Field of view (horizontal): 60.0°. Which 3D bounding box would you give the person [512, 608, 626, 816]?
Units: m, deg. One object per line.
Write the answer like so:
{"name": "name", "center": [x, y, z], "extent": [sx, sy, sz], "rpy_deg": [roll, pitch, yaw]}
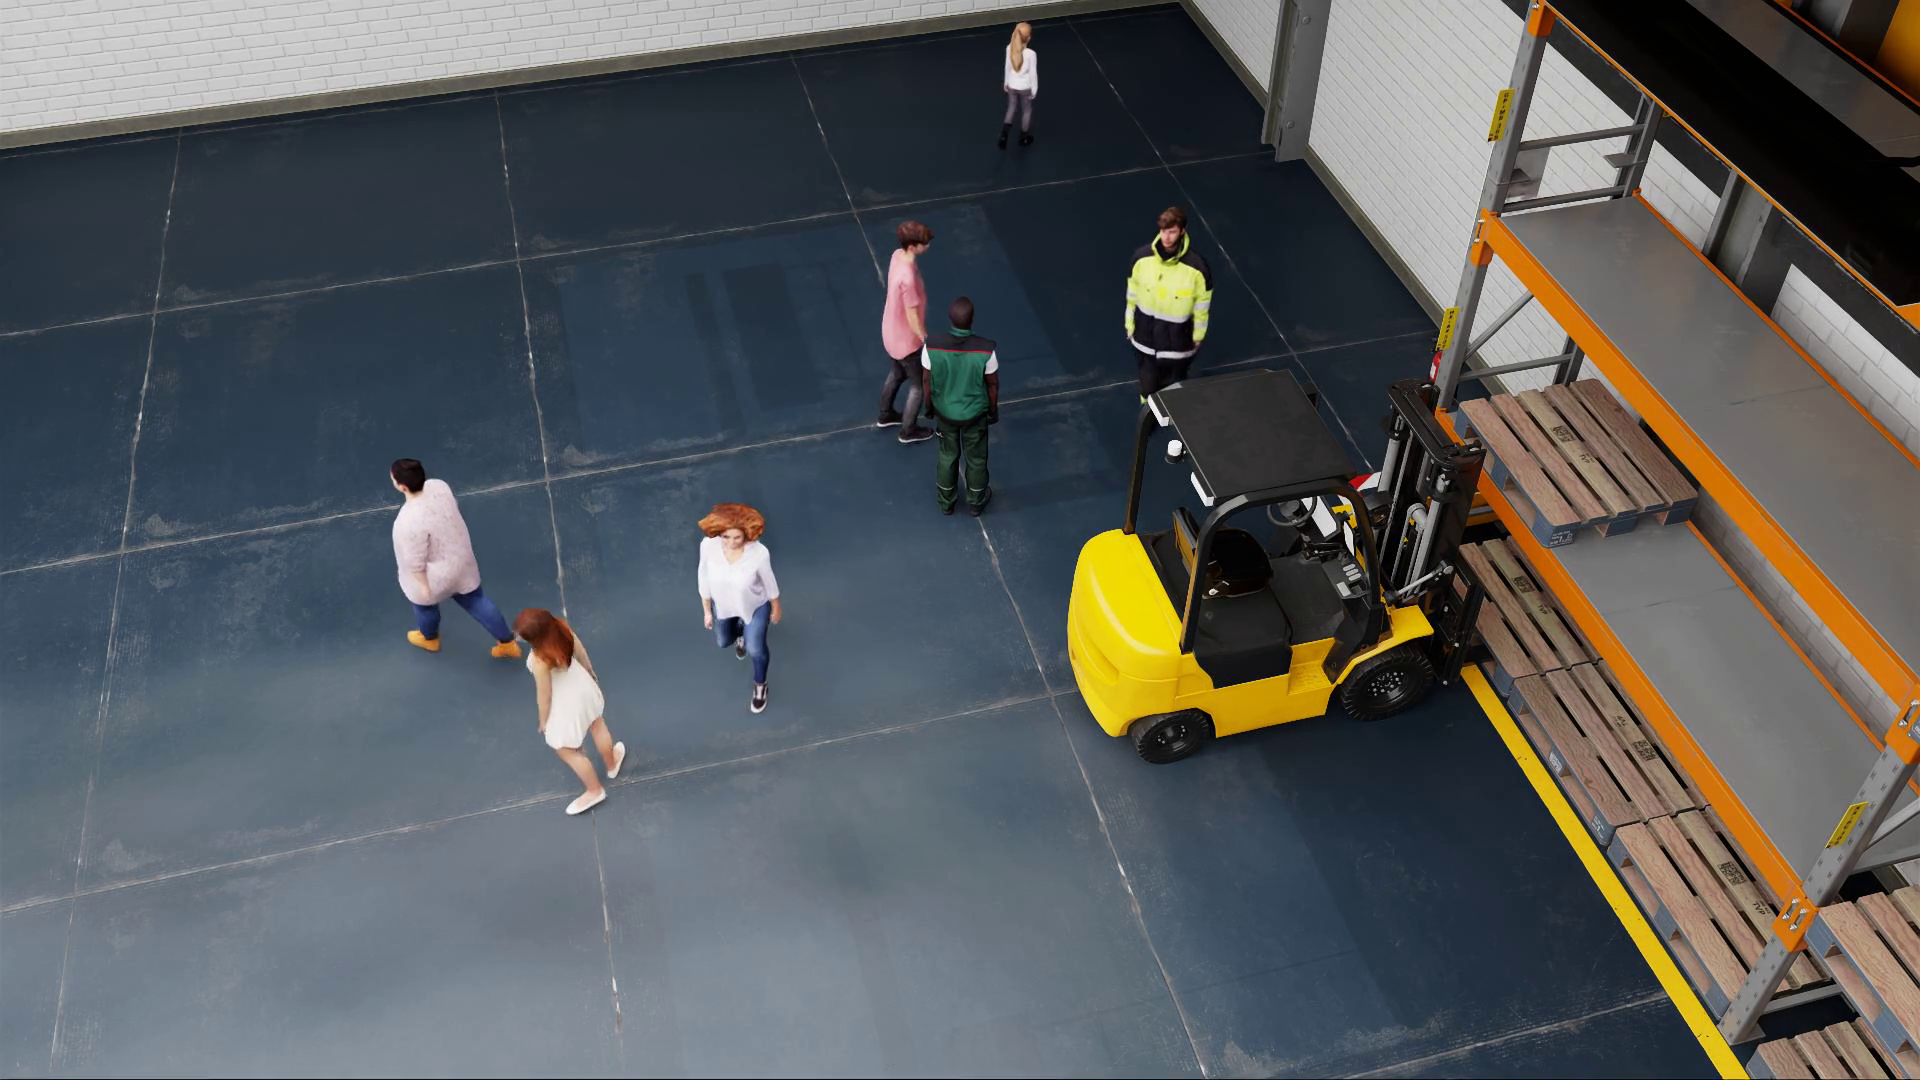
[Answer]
{"name": "person", "center": [-2.245, 0.895, 9.784], "extent": [0.884, 1.680, 0.736], "rpy_deg": [22, 48, 22]}

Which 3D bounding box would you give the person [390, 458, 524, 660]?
{"name": "person", "center": [-3.220, 0.163, 10.534], "extent": [1.148, 1.705, 1.142], "rpy_deg": [17, 46, 17]}

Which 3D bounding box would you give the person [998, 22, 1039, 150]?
{"name": "person", "center": [0.525, -4.176, 15.407], "extent": [0.733, 1.267, 0.790], "rpy_deg": [23, 48, 22]}

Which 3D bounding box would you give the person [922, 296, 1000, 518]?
{"name": "person", "center": [0.011, -0.915, 11.568], "extent": [0.770, 1.839, 0.741], "rpy_deg": [5, 44, 5]}

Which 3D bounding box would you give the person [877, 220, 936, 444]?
{"name": "person", "center": [-0.448, -1.440, 12.056], "extent": [0.719, 1.927, 0.583], "rpy_deg": [-15, 46, -15]}

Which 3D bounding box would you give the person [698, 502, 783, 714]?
{"name": "person", "center": [-1.345, 0.327, 10.369], "extent": [0.864, 1.695, 0.973], "rpy_deg": [11, 45, 11]}

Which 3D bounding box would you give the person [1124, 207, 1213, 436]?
{"name": "person", "center": [1.546, -1.634, 12.227], "extent": [0.951, 1.973, 0.992], "rpy_deg": [15, 46, 15]}
